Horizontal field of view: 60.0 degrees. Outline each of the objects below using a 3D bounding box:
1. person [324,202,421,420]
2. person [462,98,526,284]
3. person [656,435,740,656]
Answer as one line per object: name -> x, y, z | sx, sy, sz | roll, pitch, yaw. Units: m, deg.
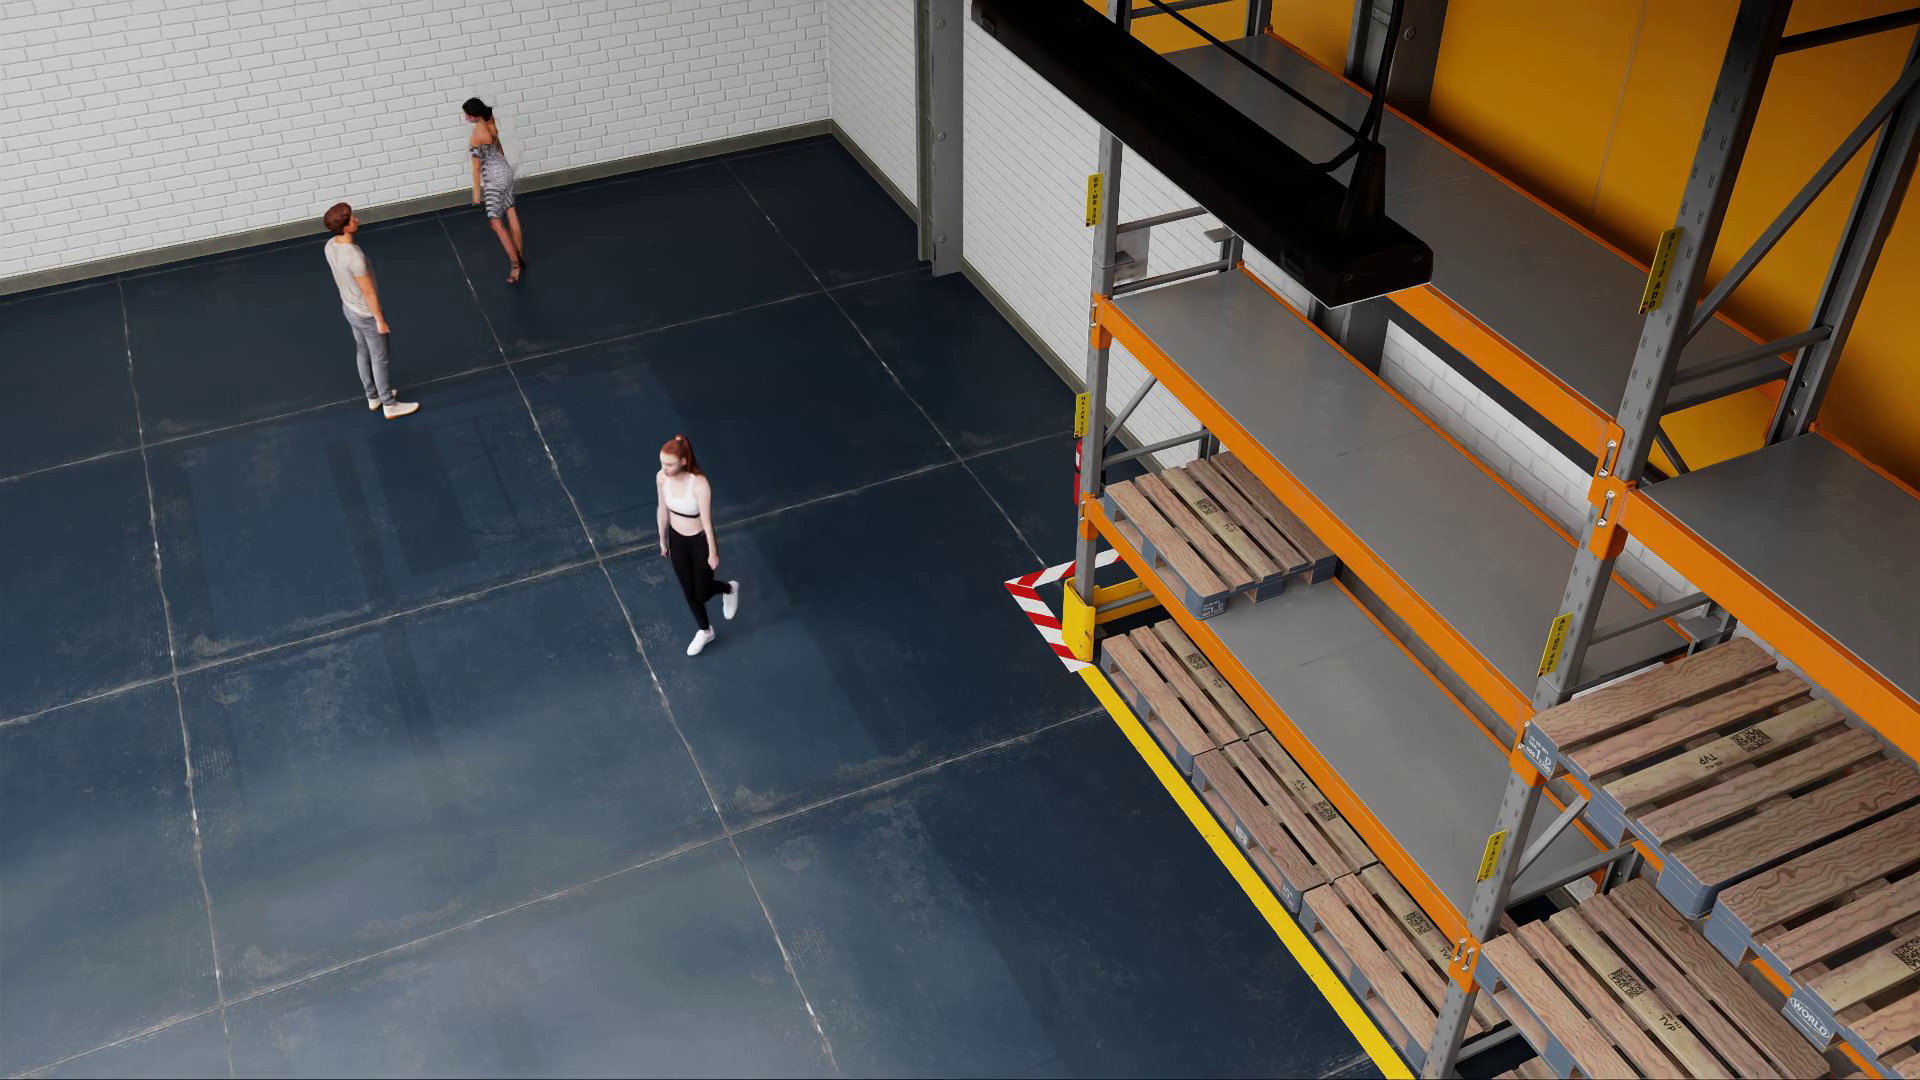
person -> -4.835, -1.857, 13.469 | 0.637, 1.898, 0.795 | 30, 48, 32
person -> -4.230, -3.292, 15.346 | 0.803, 1.797, 0.724 | 20, 43, 23
person -> -1.759, -0.014, 11.296 | 0.869, 1.731, 0.901 | 19, 42, 22
